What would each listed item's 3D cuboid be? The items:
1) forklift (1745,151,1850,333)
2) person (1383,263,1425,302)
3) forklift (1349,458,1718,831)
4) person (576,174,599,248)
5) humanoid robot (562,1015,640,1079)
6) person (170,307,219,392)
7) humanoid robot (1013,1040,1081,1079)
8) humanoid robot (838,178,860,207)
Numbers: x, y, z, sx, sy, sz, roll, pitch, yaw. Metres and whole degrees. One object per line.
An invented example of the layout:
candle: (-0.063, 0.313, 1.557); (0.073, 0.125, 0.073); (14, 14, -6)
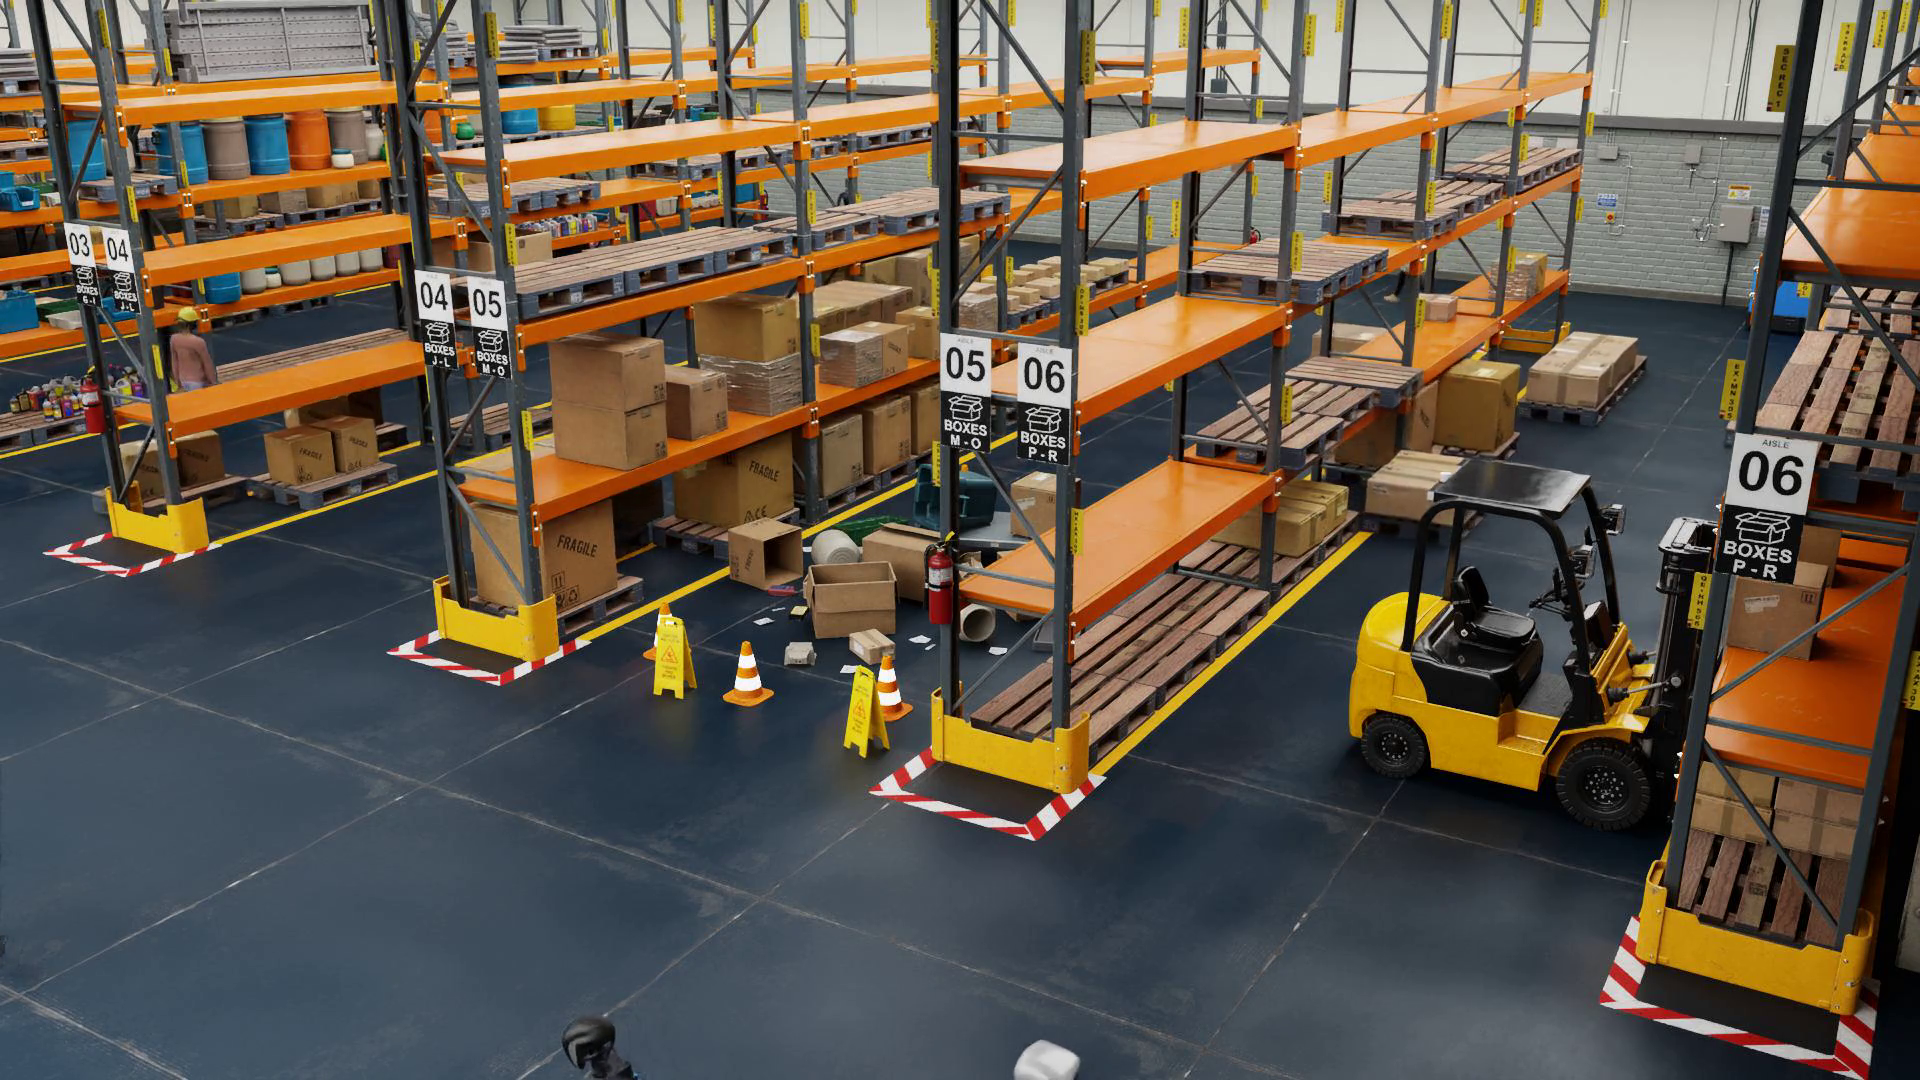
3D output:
forklift: (13.620, -4.667, 26.137); (1.873, 2.768, 1.129); (11, 22, 29)
person: (7.756, -4.829, 28.468); (0.917, 1.643, 0.527); (12, 22, 30)
forklift: (3.988, 0.658, 11.776); (2.313, 2.155, 1.214); (11, 22, 29)
person: (-7.223, -6.190, 32.210); (0.515, 1.774, 0.780); (10, 21, 26)
humanoid robot: (-1.341, 2.653, 6.871); (0.727, 1.627, 0.614); (-3, 19, -8)
person: (-9.109, -1.931, 19.927); (0.538, 1.742, 0.587); (9, 21, 24)
humanoid robot: (0.548, 2.798, 6.366); (0.786, 1.827, 0.533); (7, 20, 19)
humanoid robot: (-2.144, -6.249, 32.543); (0.587, 1.639, 0.595); (-14, 23, -34)
